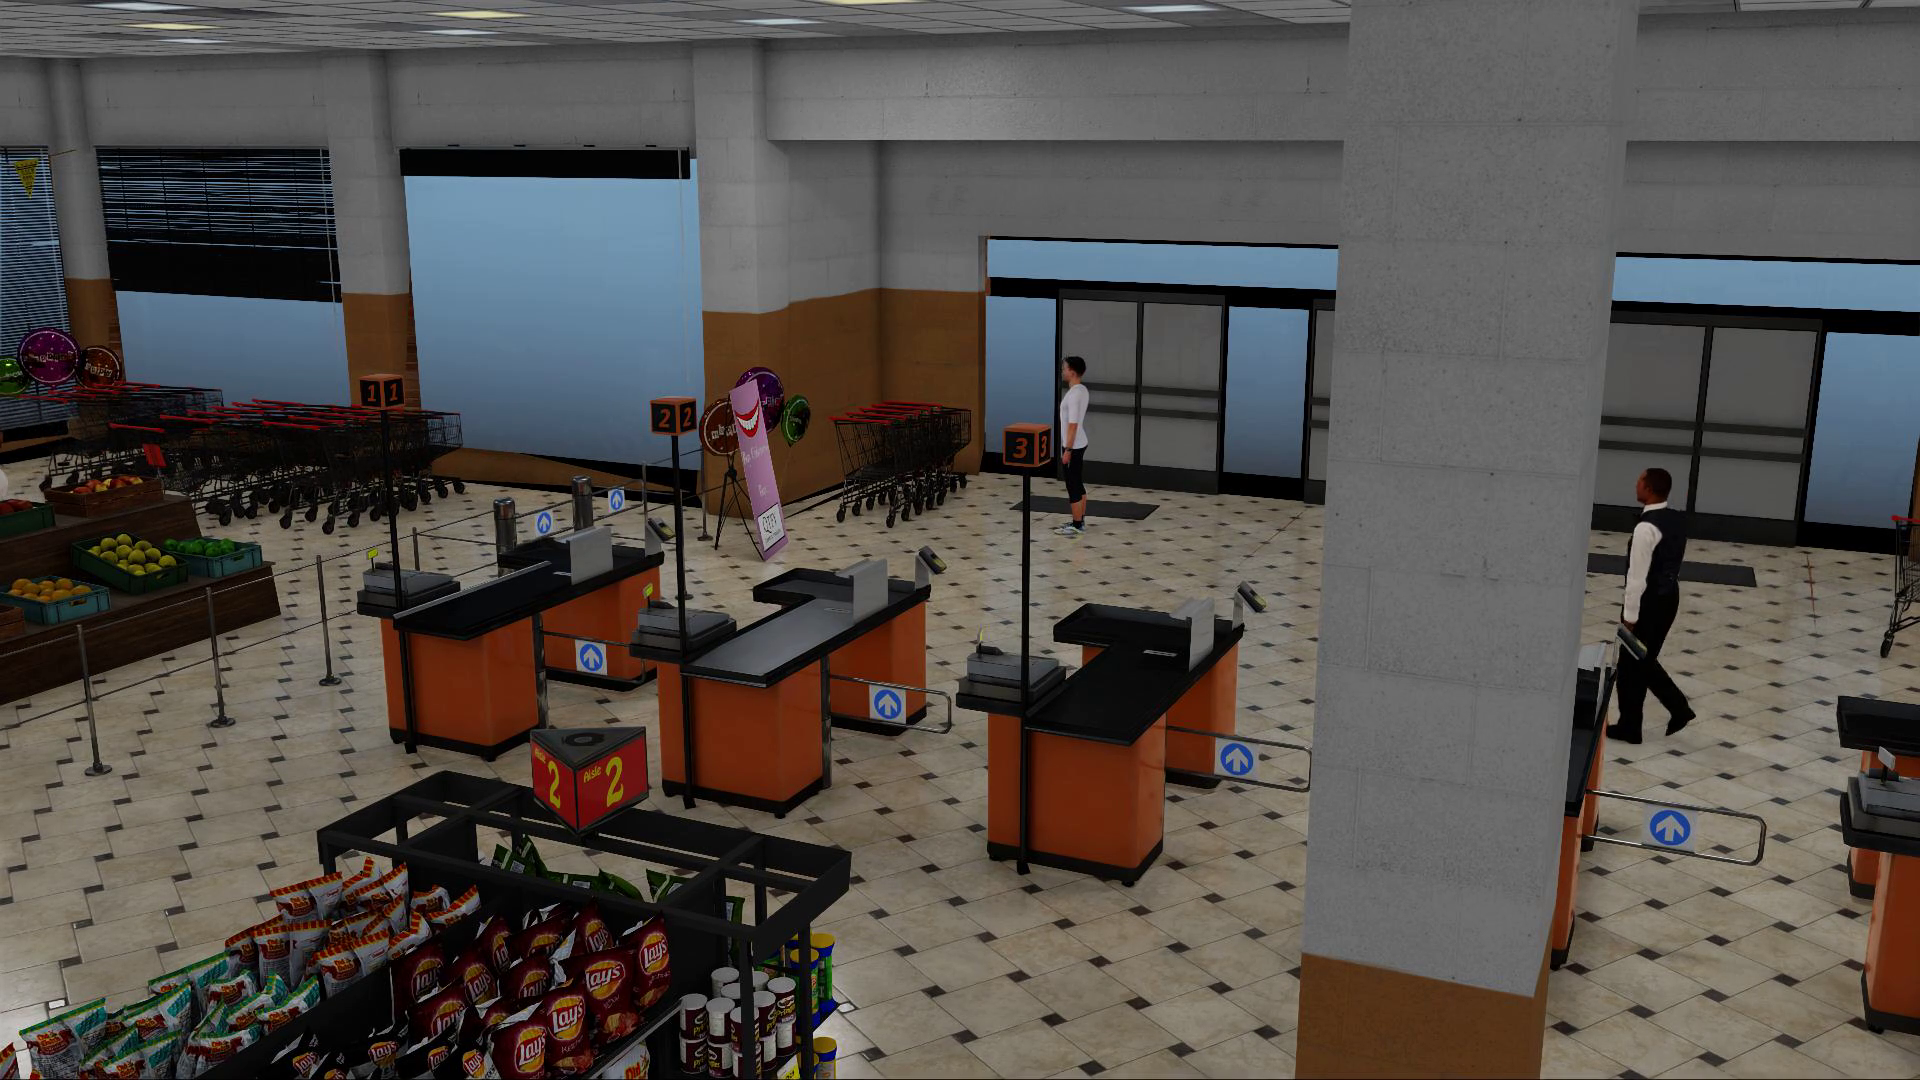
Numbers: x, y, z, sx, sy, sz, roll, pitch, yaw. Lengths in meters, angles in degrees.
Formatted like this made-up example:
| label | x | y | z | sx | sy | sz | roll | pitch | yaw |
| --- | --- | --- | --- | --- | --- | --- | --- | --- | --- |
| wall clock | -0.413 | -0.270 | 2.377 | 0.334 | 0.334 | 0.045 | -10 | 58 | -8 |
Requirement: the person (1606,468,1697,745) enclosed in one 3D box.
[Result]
| label | x | y | z | sx | sy | sz | roll | pitch | yaw |
| --- | --- | --- | --- | --- | --- | --- | --- | --- | --- |
| person | 4.674 | 0.476 | 11.090 | 0.971 | 1.908 | 0.983 | -10 | 17 | -36 |

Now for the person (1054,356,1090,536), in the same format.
| label | x | y | z | sx | sy | sz | roll | pitch | yaw |
| --- | --- | --- | --- | --- | --- | --- | --- | --- | --- |
| person | 1.184 | -0.981 | 17.218 | 0.772 | 1.851 | 0.543 | 4 | 14 | 15 |
